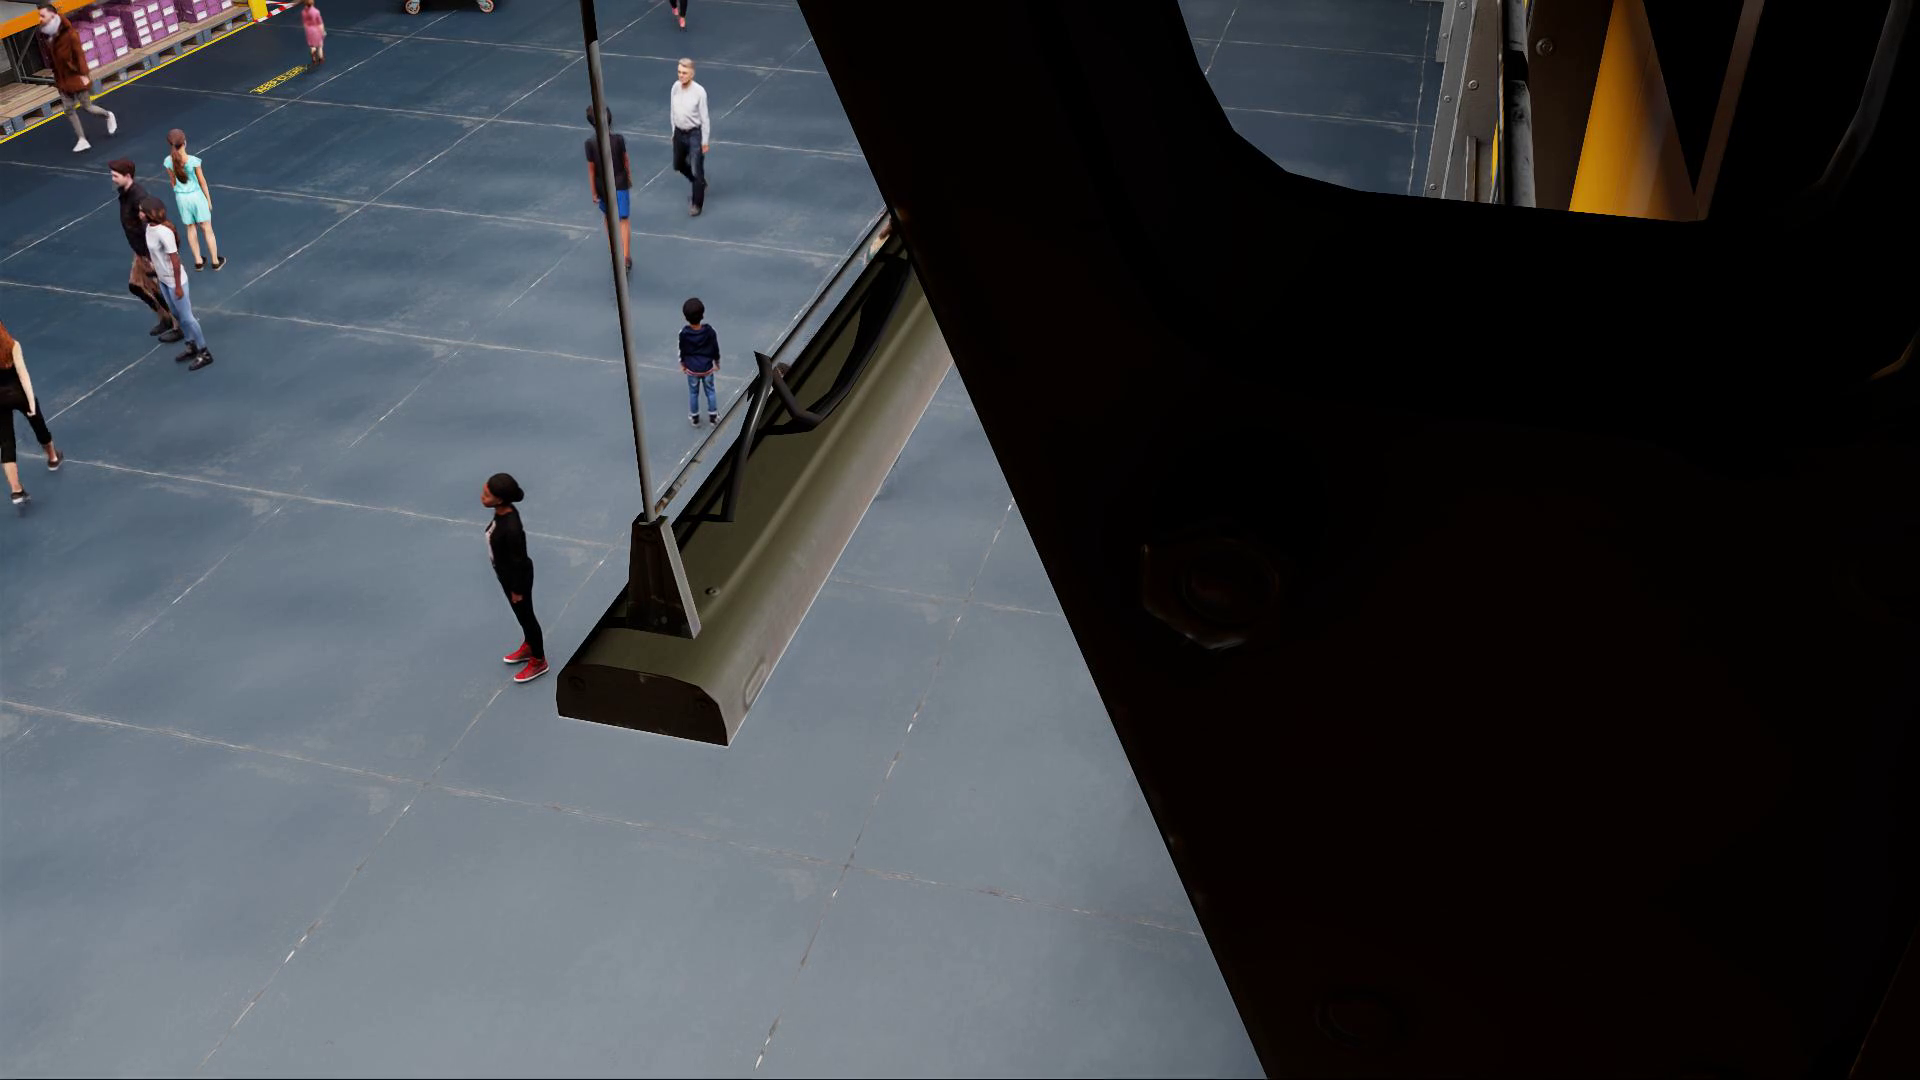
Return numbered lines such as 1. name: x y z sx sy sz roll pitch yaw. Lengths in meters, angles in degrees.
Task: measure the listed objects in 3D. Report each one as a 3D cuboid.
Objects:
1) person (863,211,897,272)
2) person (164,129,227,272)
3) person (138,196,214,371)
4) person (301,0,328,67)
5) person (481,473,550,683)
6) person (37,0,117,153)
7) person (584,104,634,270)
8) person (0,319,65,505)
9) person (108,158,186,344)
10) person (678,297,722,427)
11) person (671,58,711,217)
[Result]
1. person: -0.699 -2.332 15.752 0.665 1.667 0.968 15 36 21
2. person: -8.239 -3.648 17.831 0.618 1.558 0.635 -4 34 -6
3. person: -7.530 -2.469 15.911 0.662 1.719 0.665 28 43 35
4. person: -9.260 -7.282 23.790 0.511 1.013 0.604 -1 34 -2
5. person: -3.175 0.243 11.871 0.744 1.675 0.675 -16 37 -22
6. person: -11.099 -5.825 20.875 0.740 1.815 0.978 6 34 9
7. person: -3.706 -3.738 17.788 1.012 1.755 1.268 -7 34 -11
8. person: -7.966 -1.105 13.892 0.942 1.683 1.235 -7 34 -10
9. person: -7.861 -2.857 16.322 0.840 1.912 0.828 -28 43 -35
10. person: -2.367 -1.613 15.075 0.578 1.219 0.569 -4 34 -6
11. person: -3.077 -4.688 19.167 0.806 1.811 0.881 17 37 24
